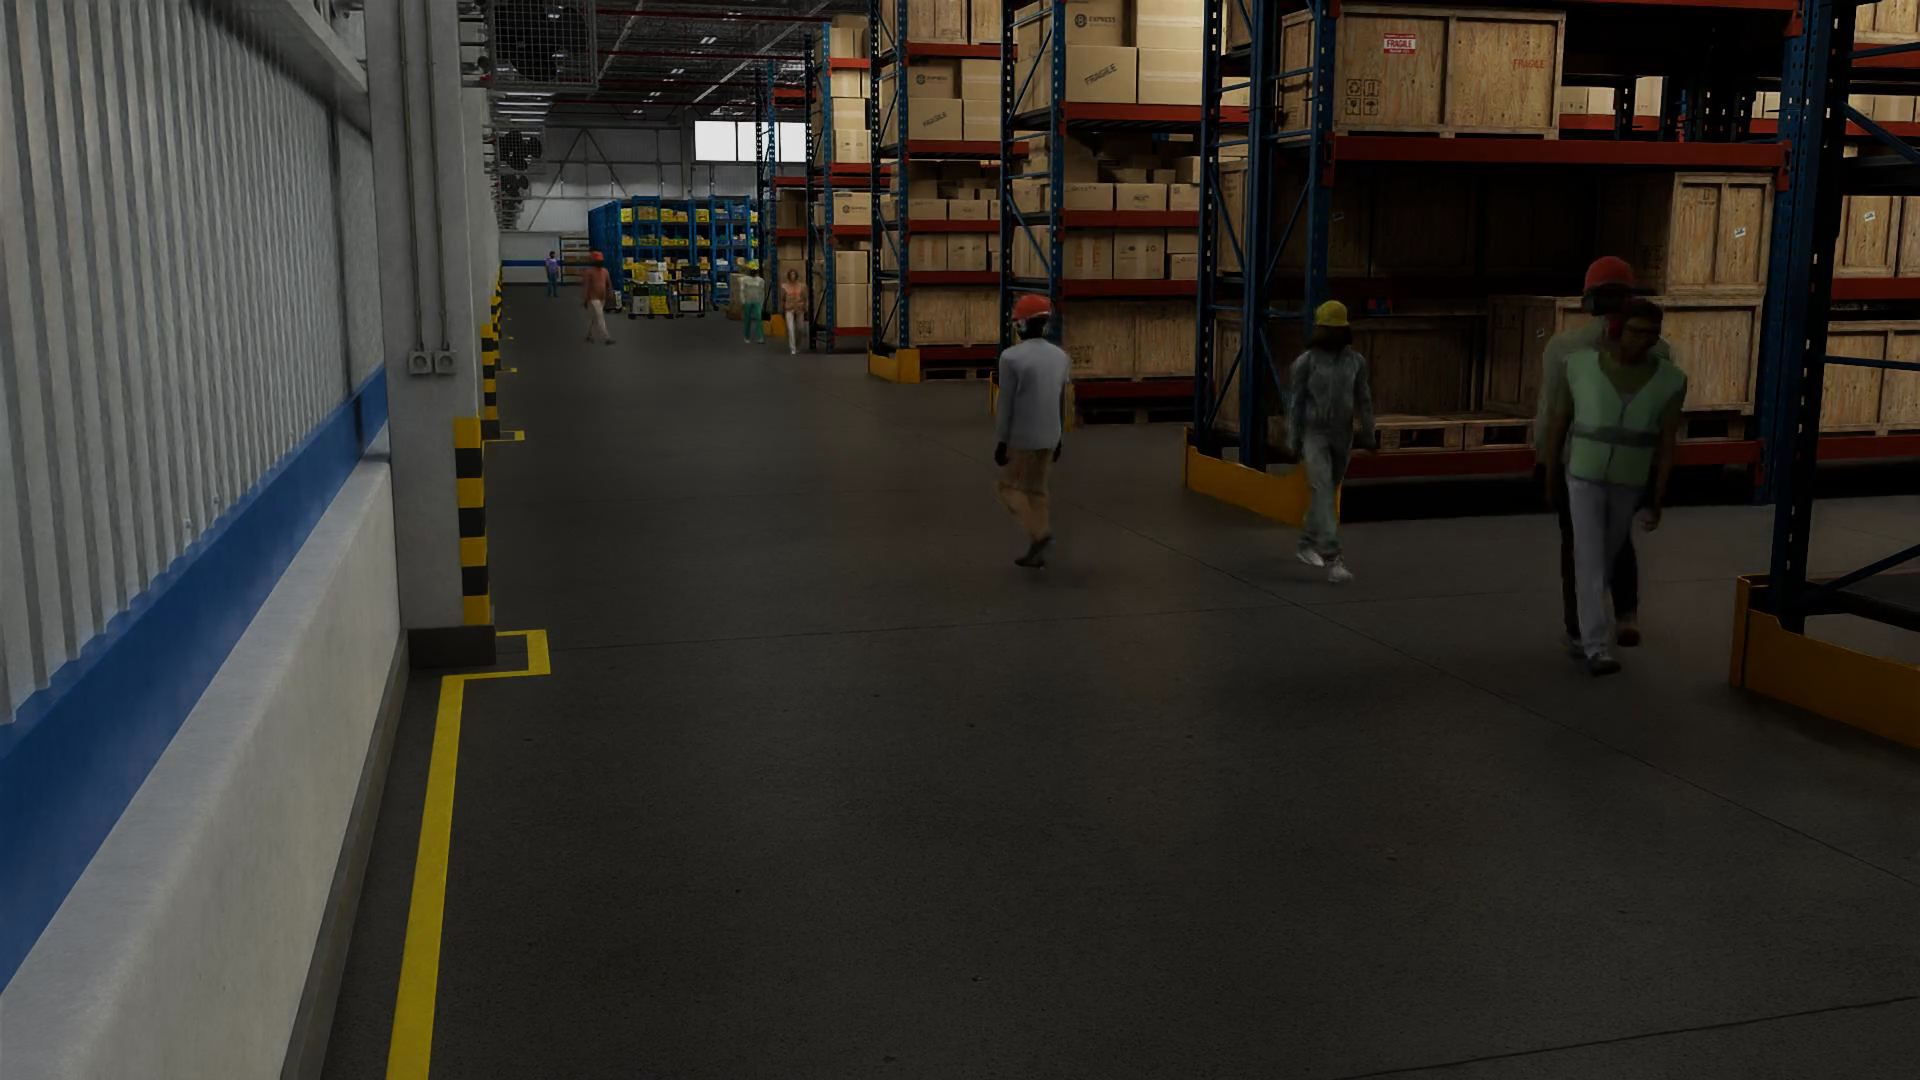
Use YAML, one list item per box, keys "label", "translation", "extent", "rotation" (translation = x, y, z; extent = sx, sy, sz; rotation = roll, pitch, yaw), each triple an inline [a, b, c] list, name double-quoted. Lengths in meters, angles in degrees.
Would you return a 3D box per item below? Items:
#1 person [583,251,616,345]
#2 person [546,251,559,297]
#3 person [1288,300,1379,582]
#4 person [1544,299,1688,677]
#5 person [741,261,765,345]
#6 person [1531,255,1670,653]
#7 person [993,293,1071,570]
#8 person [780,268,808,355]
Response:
- label: "person"
  translation: [-7.497, -4.988, 34.311]
  extent: [1.056, 1.941, 0.598]
  rotation: [7, 12, 35]
- label: "person"
  translation: [-16.276, -10.602, 66.372]
  extent: [0.388, 1.835, 0.568]
  rotation: [8, 13, 40]
- label: "person"
  translation: [2.269, -0.619, 10.221]
  extent: [0.502, 1.695, 0.902]
  rotation: [-3, 10, -14]
- label: "person"
  translation: [3.098, -0.245, 7.886]
  extent: [0.574, 1.771, 0.948]
  rotation: [2, 10, 9]
- label: "person"
  translation: [-4.326, -4.948, 34.670]
  extent: [0.525, 1.724, 0.908]
  rotation: [-3, 11, -18]
- label: "person"
  translation: [3.152, -0.406, 8.226]
  extent: [0.631, 1.977, 0.432]
  rotation: [1, 10, 4]
- label: "person"
  translation: [0.446, -0.657, 10.325]
  extent: [0.581, 1.733, 0.418]
  rotation: [-8, 13, -39]
- label: "person"
  translation: [-3.121, -4.299, 31.248]
  extent: [0.520, 1.630, 0.509]
  rotation: [-2, 10, -13]
